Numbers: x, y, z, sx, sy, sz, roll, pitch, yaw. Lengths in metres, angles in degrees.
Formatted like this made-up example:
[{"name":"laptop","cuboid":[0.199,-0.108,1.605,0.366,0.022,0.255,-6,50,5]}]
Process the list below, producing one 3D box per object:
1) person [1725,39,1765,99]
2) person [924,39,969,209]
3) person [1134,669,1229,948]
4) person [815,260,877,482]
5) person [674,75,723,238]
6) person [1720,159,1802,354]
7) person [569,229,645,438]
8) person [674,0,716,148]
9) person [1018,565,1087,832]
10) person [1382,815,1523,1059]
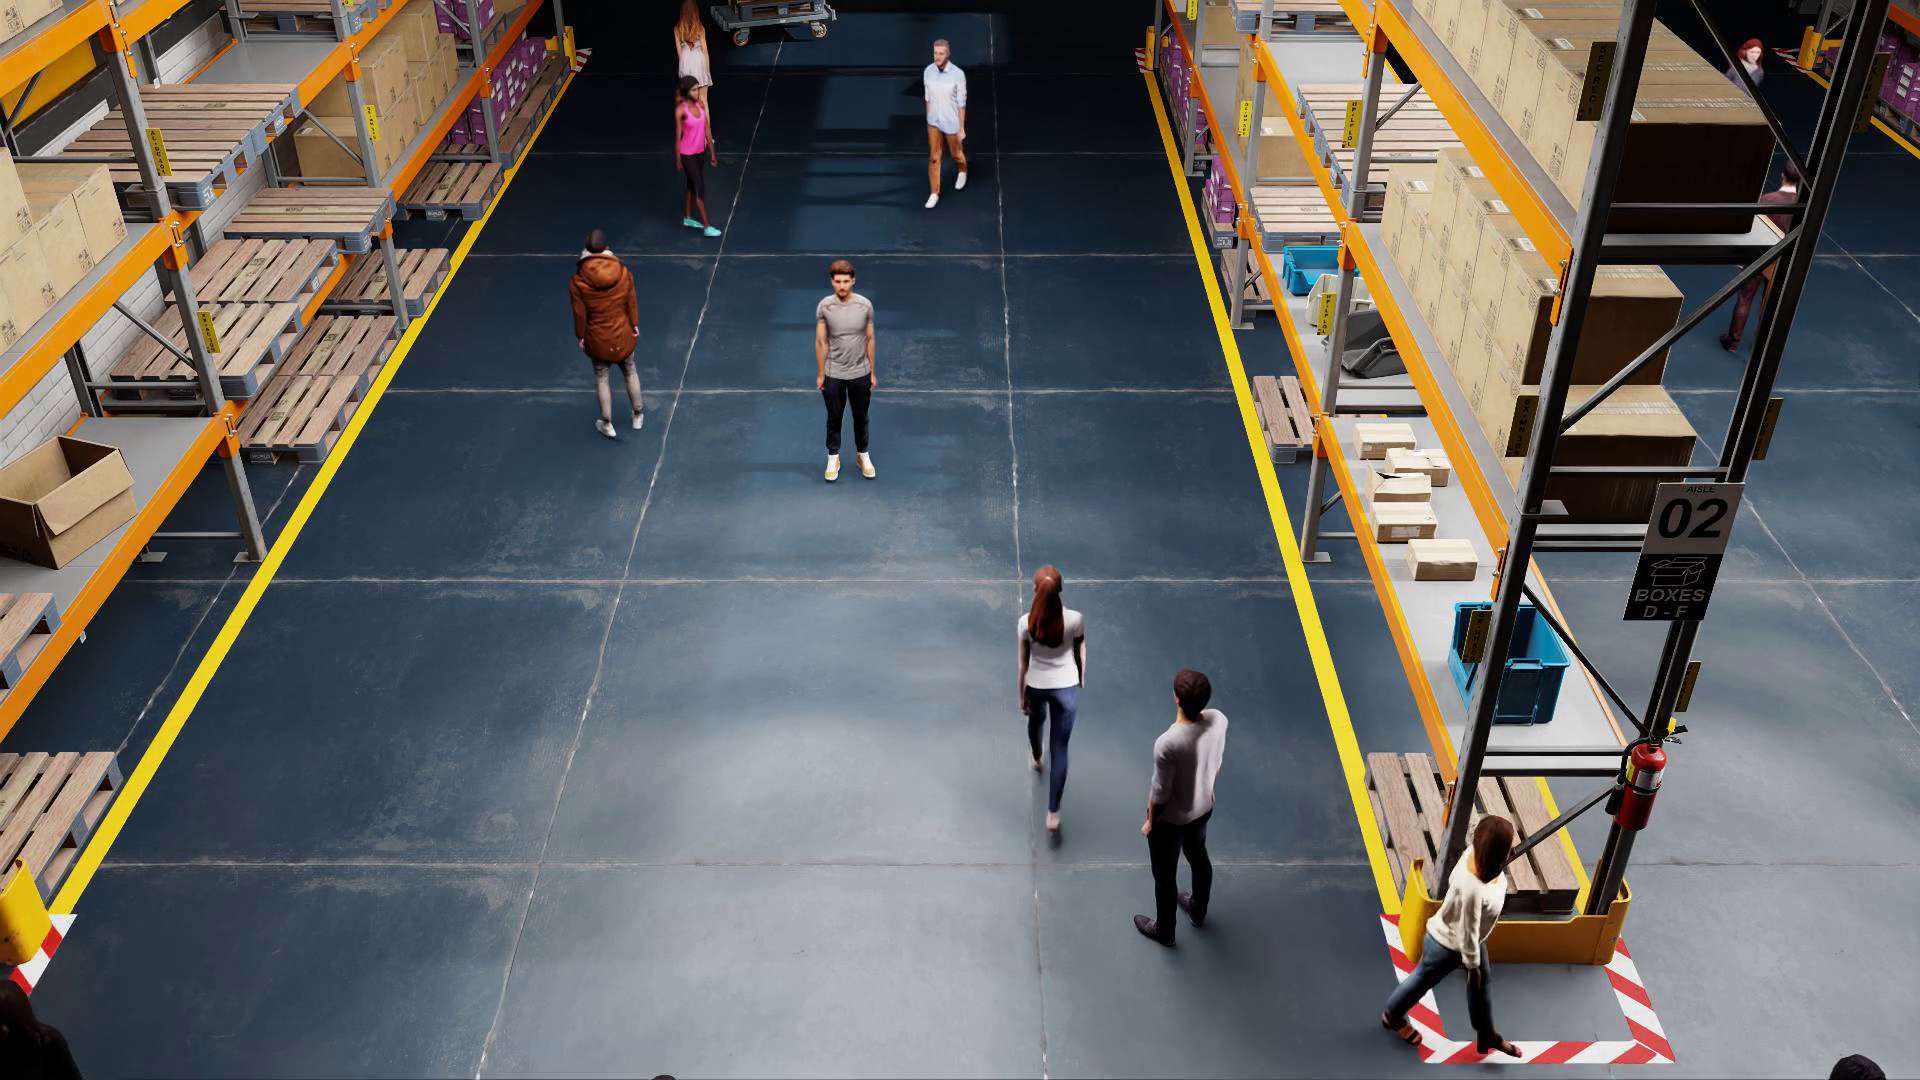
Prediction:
[{"name":"person","cuboid":[8.577,-4.720,18.575,0.722,1.741,1.222,6,34,9]},{"name":"person","cuboid":[-0.125,-4.647,18.415,0.956,1.796,1.246,11,35,16]},{"name":"person","cuboid":[1.227,1.470,9.170,0.728,1.843,0.743,-23,40,-30]},{"name":"person","cuboid":[-0.917,-1.376,13.403,0.670,1.896,0.609,-5,34,-7]},{"name":"person","cuboid":[-2.900,-4.113,17.698,0.928,1.701,0.920,23,40,30]},{"name":"person","cuboid":[7.428,-2.593,15.265,0.736,1.863,0.661,7,34,11]},{"name":"person","cuboid":[-2.956,-1.733,13.994,0.837,1.837,0.860,-15,36,-21]},{"name":"person","cuboid":[-3.168,-5.565,19.820,0.583,1.770,0.601,4,34,5]},{"name":"person","cuboid":[0.555,0.971,10.049,0.634,1.701,1.155,3,34,5]},{"name":"person","cuboid":[2.463,2.003,8.542,0.981,1.650,1.004,19,38,26]}]
